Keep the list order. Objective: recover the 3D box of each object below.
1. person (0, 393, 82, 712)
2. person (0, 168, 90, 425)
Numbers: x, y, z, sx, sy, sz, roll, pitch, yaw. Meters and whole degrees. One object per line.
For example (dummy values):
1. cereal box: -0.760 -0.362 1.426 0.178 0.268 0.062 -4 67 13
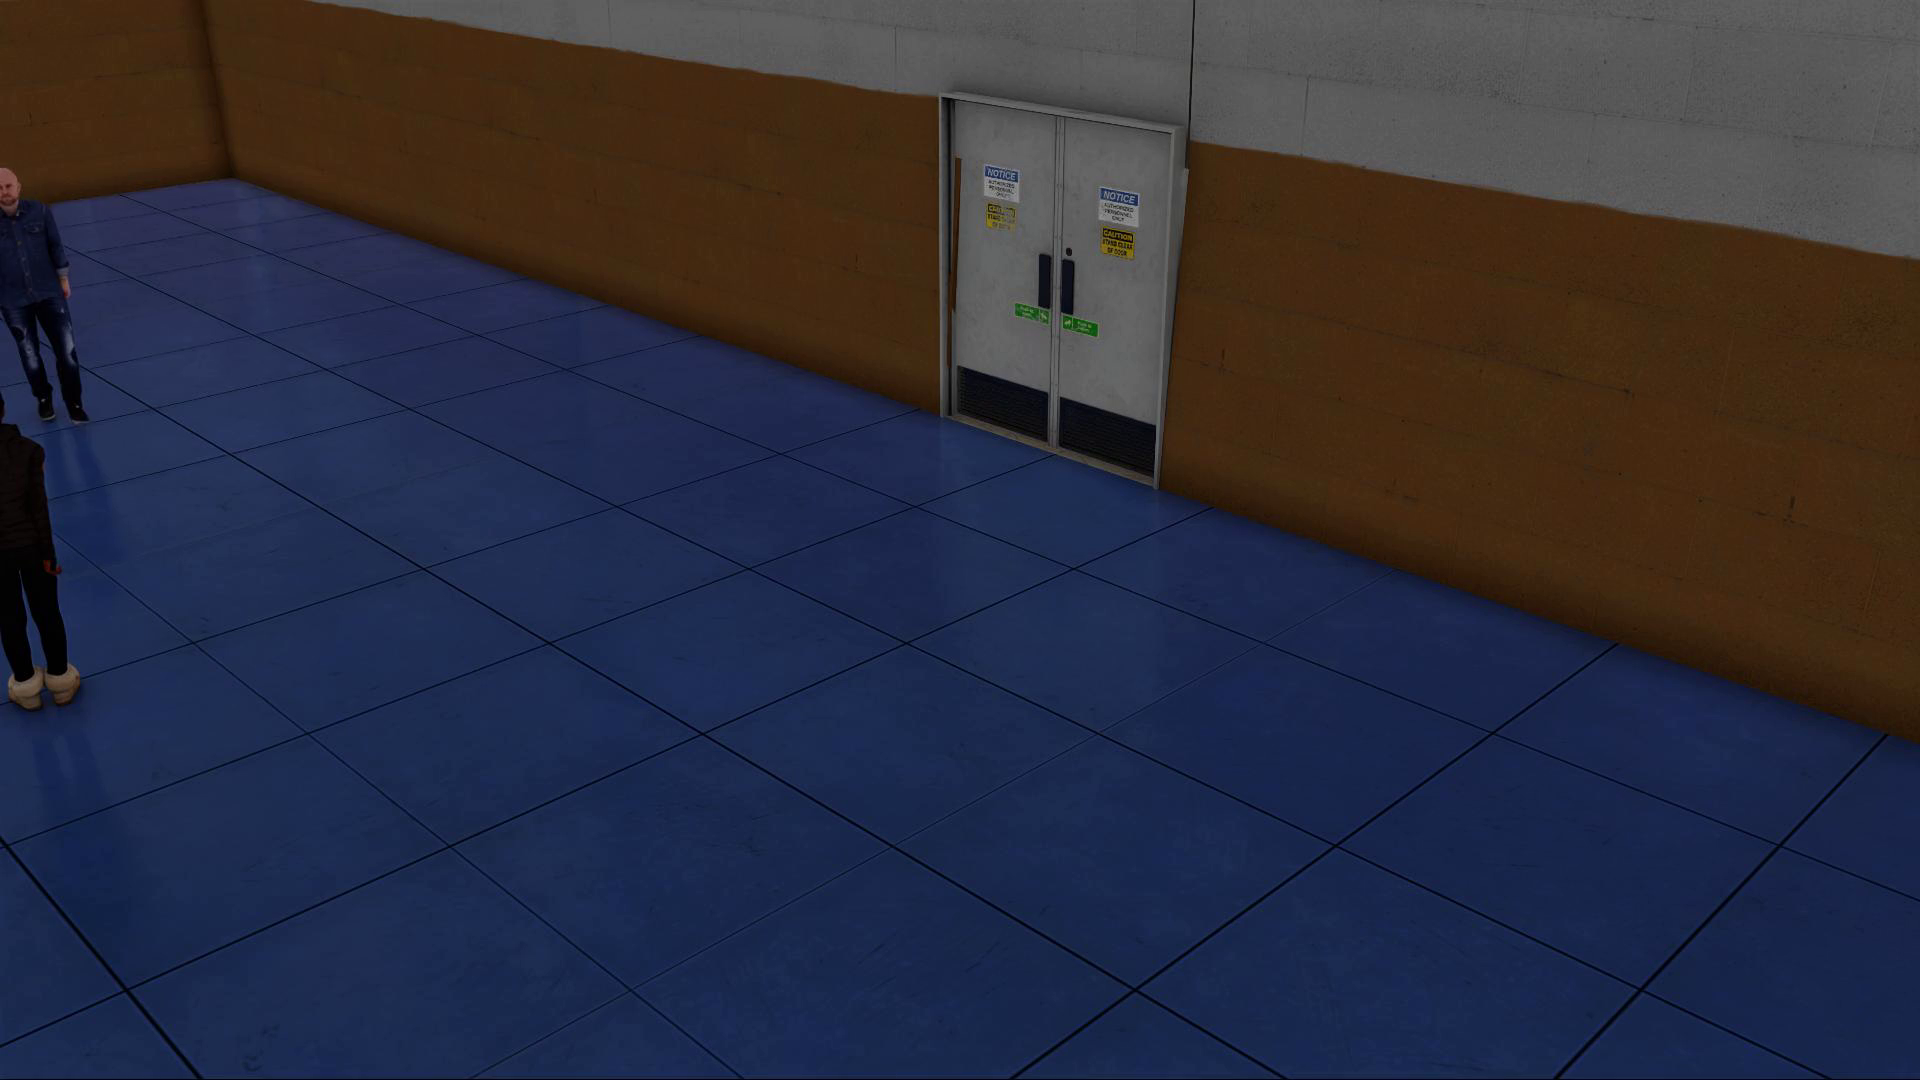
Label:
1. person: -4.457 0.051 7.842 0.670 1.659 0.609 9 25 19
2. person: -6.540 -1.714 11.701 0.978 1.798 0.944 -14 27 -29
